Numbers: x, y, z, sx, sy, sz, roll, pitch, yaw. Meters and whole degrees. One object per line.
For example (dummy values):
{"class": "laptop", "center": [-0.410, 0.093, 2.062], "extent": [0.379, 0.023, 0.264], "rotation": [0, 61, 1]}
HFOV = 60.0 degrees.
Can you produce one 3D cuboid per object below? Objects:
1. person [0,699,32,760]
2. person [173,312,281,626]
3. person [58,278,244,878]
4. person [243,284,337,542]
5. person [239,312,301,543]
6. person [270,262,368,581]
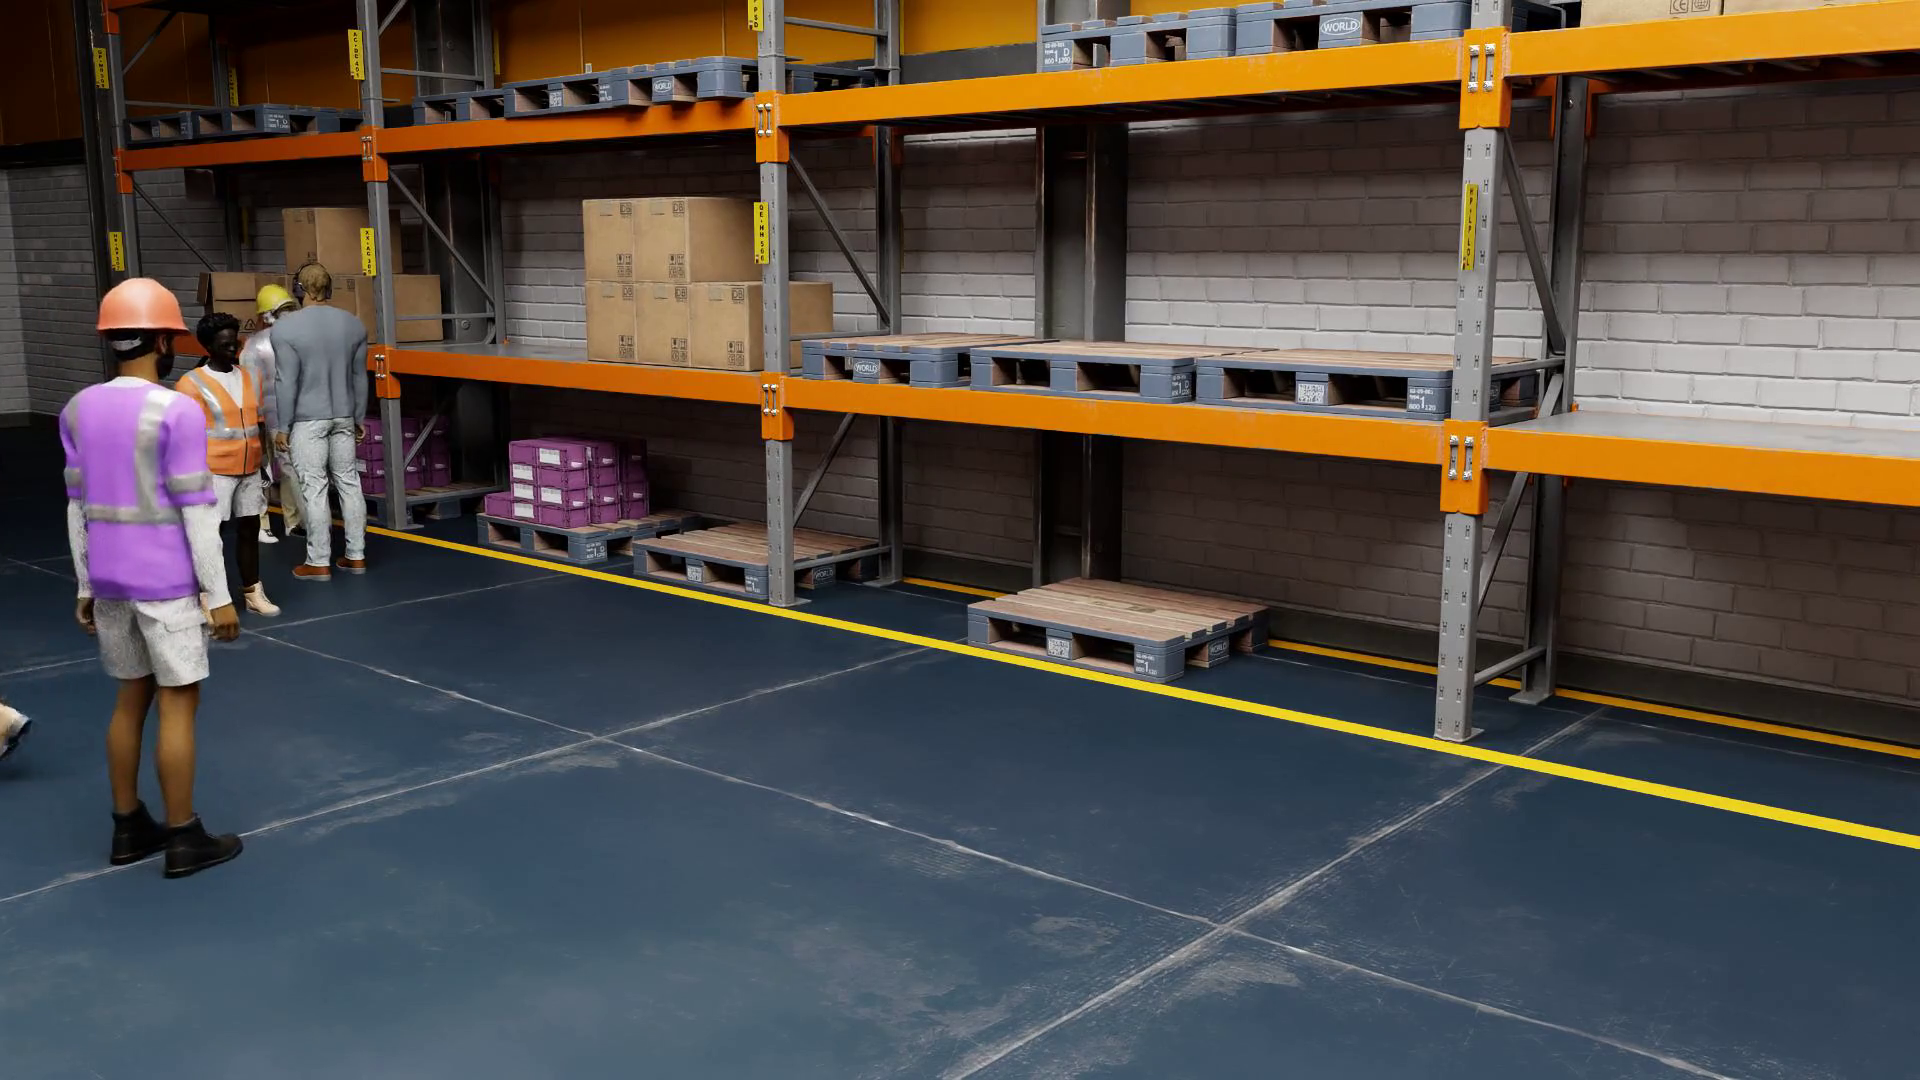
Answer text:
{"class": "person", "center": [-3.817, 0.116, 6.093], "extent": [0.478, 1.686, 0.547], "rotation": [-2, 10, -10]}
{"class": "person", "center": [-3.947, -0.378, 8.954], "extent": [0.320, 1.687, 0.534], "rotation": [5, 11, 26]}
{"class": "person", "center": [-2.614, 0.120, 5.419], "extent": [0.555, 1.930, 0.396], "rotation": [4, 11, 24]}
{"class": "person", "center": [-4.464, -0.827, 11.229], "extent": [0.611, 1.793, 0.799], "rotation": [-8, 13, -38]}
{"class": "person", "center": [-4.715, -0.794, 11.493], "extent": [0.271, 1.629, 0.501], "rotation": [7, 12, 34]}
{"class": "person", "center": [-3.902, -0.721, 10.173], "extent": [0.360, 1.938, 0.635], "rotation": [7, 12, 34]}
